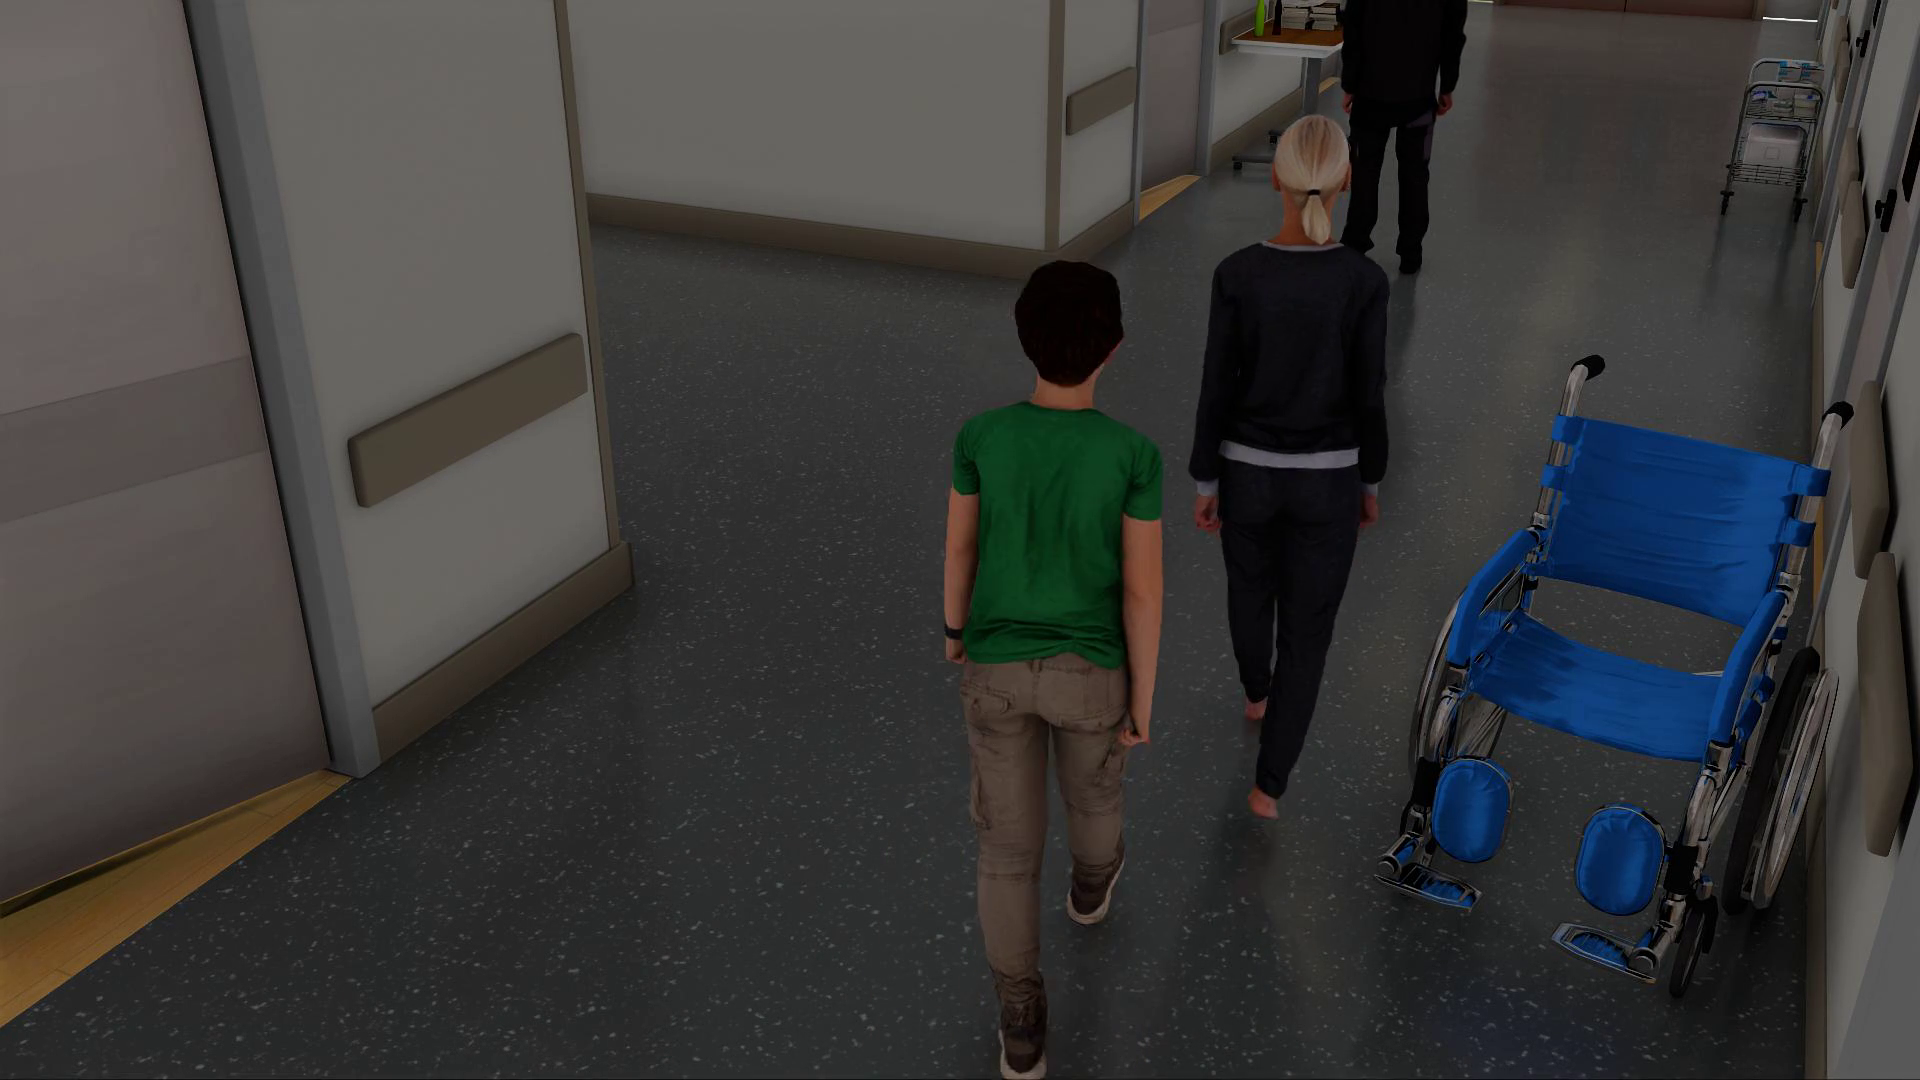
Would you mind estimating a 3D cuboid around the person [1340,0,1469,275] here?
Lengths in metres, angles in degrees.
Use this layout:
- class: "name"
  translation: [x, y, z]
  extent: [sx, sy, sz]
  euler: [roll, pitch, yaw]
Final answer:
- class: "person"
  translation: [2.168, -2.257, 8.228]
  extent: [0.827, 1.869, 0.730]
  euler: [4, 26, 8]

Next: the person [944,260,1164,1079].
- class: "person"
  translation: [0.155, 0.313, 3.181]
  extent: [0.789, 1.624, 1.093]
  euler: [3, 26, 7]

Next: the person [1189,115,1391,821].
- class: "person"
  translation: [0.790, -0.125, 4.012]
  extent: [0.687, 1.691, 1.101]
  euler: [9, 27, 17]
